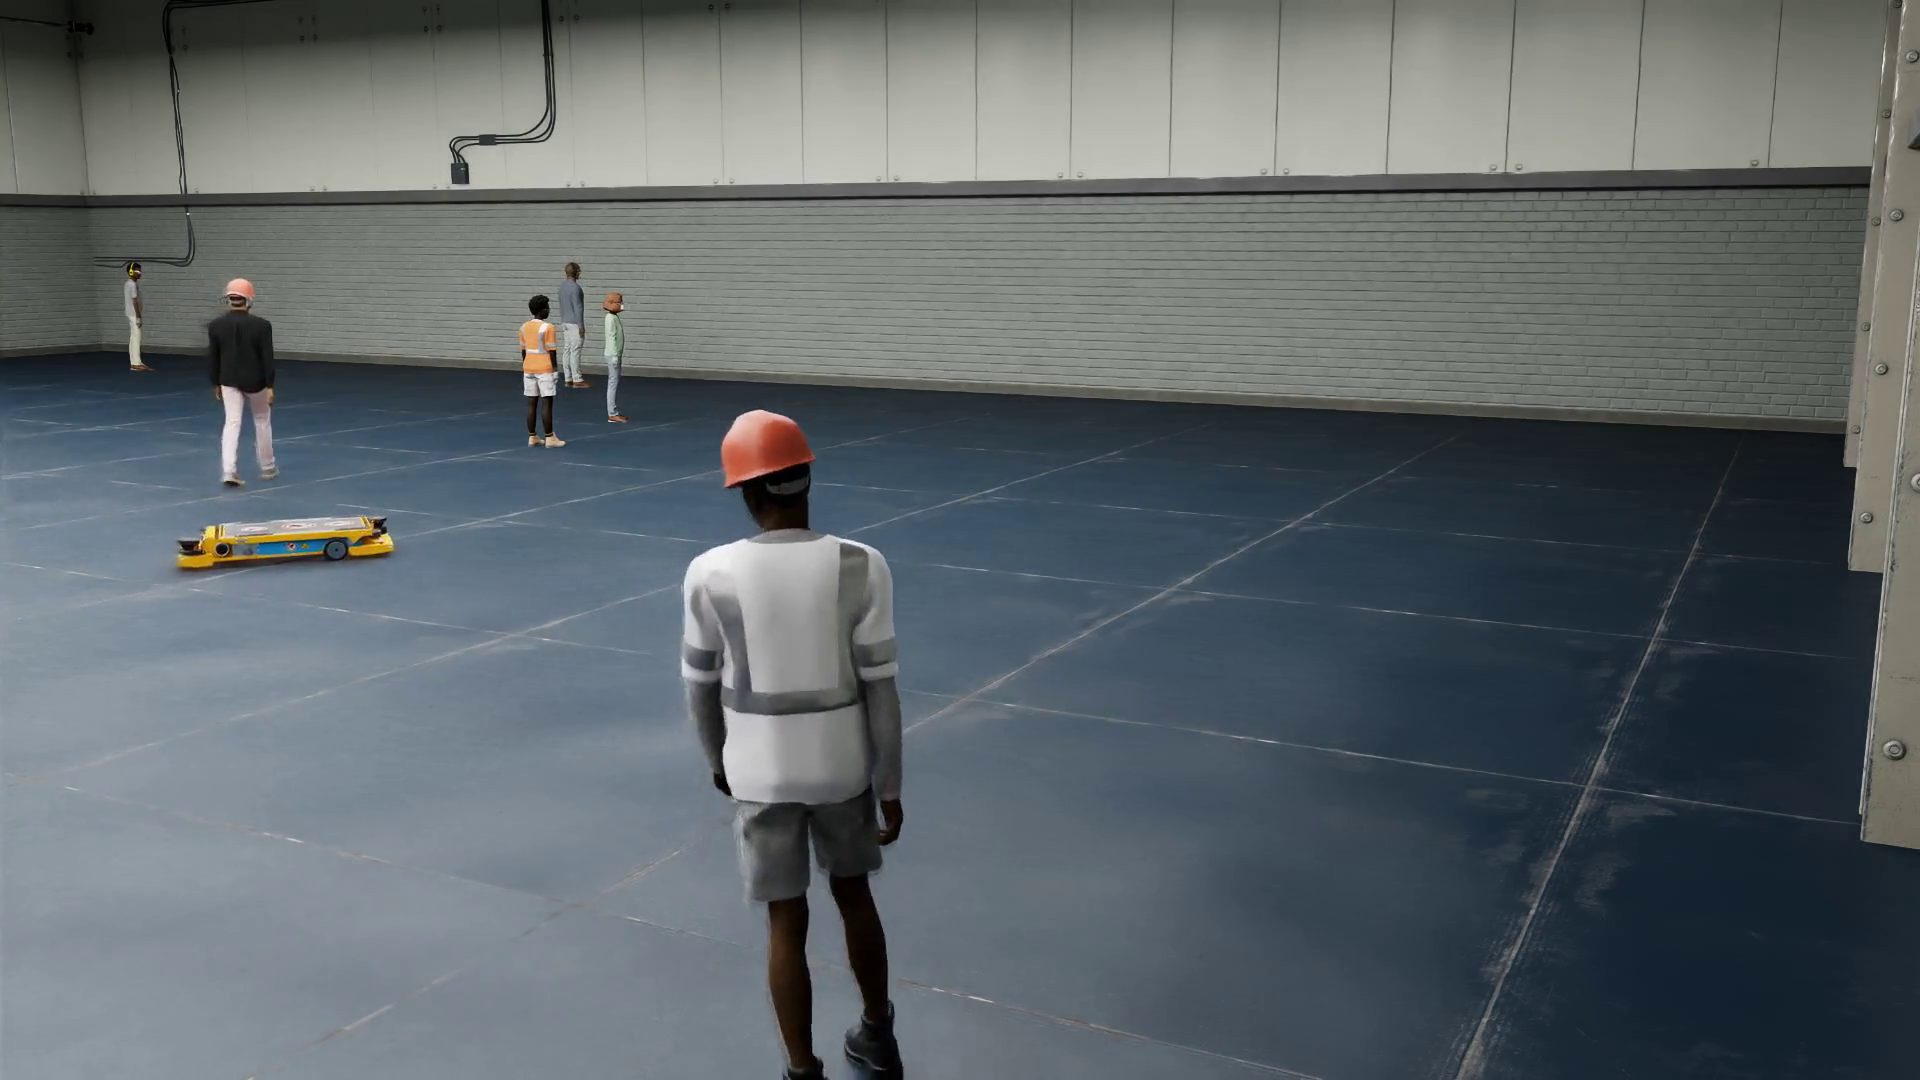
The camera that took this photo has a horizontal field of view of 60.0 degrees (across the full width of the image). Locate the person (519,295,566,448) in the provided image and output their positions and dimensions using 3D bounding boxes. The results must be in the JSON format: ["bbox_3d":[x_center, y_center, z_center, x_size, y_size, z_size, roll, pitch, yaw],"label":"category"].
[{"bbox_3d":[-4.657,-1.869,18.471,0.533,1.698,0.322,7,13,34],"label":"person"}]

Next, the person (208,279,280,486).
[{"bbox_3d":[-6.808,-1.496,15.771,0.630,1.951,1.009,-1,10,-4],"label":"person"}]

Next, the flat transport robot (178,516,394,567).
[{"bbox_3d":[-4.934,-0.004,12.192,1.431,0.197,0.652,-4,11,-23],"label":"flat transport robot"}]

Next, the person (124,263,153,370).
[{"bbox_3d":[-14.418,-3.902,29.110,0.335,1.865,0.520,-8,13,-36],"label":"person"}]

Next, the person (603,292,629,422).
[{"bbox_3d":[-4.359,-2.309,21.047,0.273,1.632,0.507,-1,10,-7],"label":"person"}]

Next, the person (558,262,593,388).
[{"bbox_3d":[-5.979,-3.323,25.745,0.372,1.940,0.627,-8,13,-36],"label":"person"}]

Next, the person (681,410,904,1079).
[{"bbox_3d":[-0.440,0.611,4.395,0.570,1.899,0.599,-1,10,-7],"label":"person"}]
